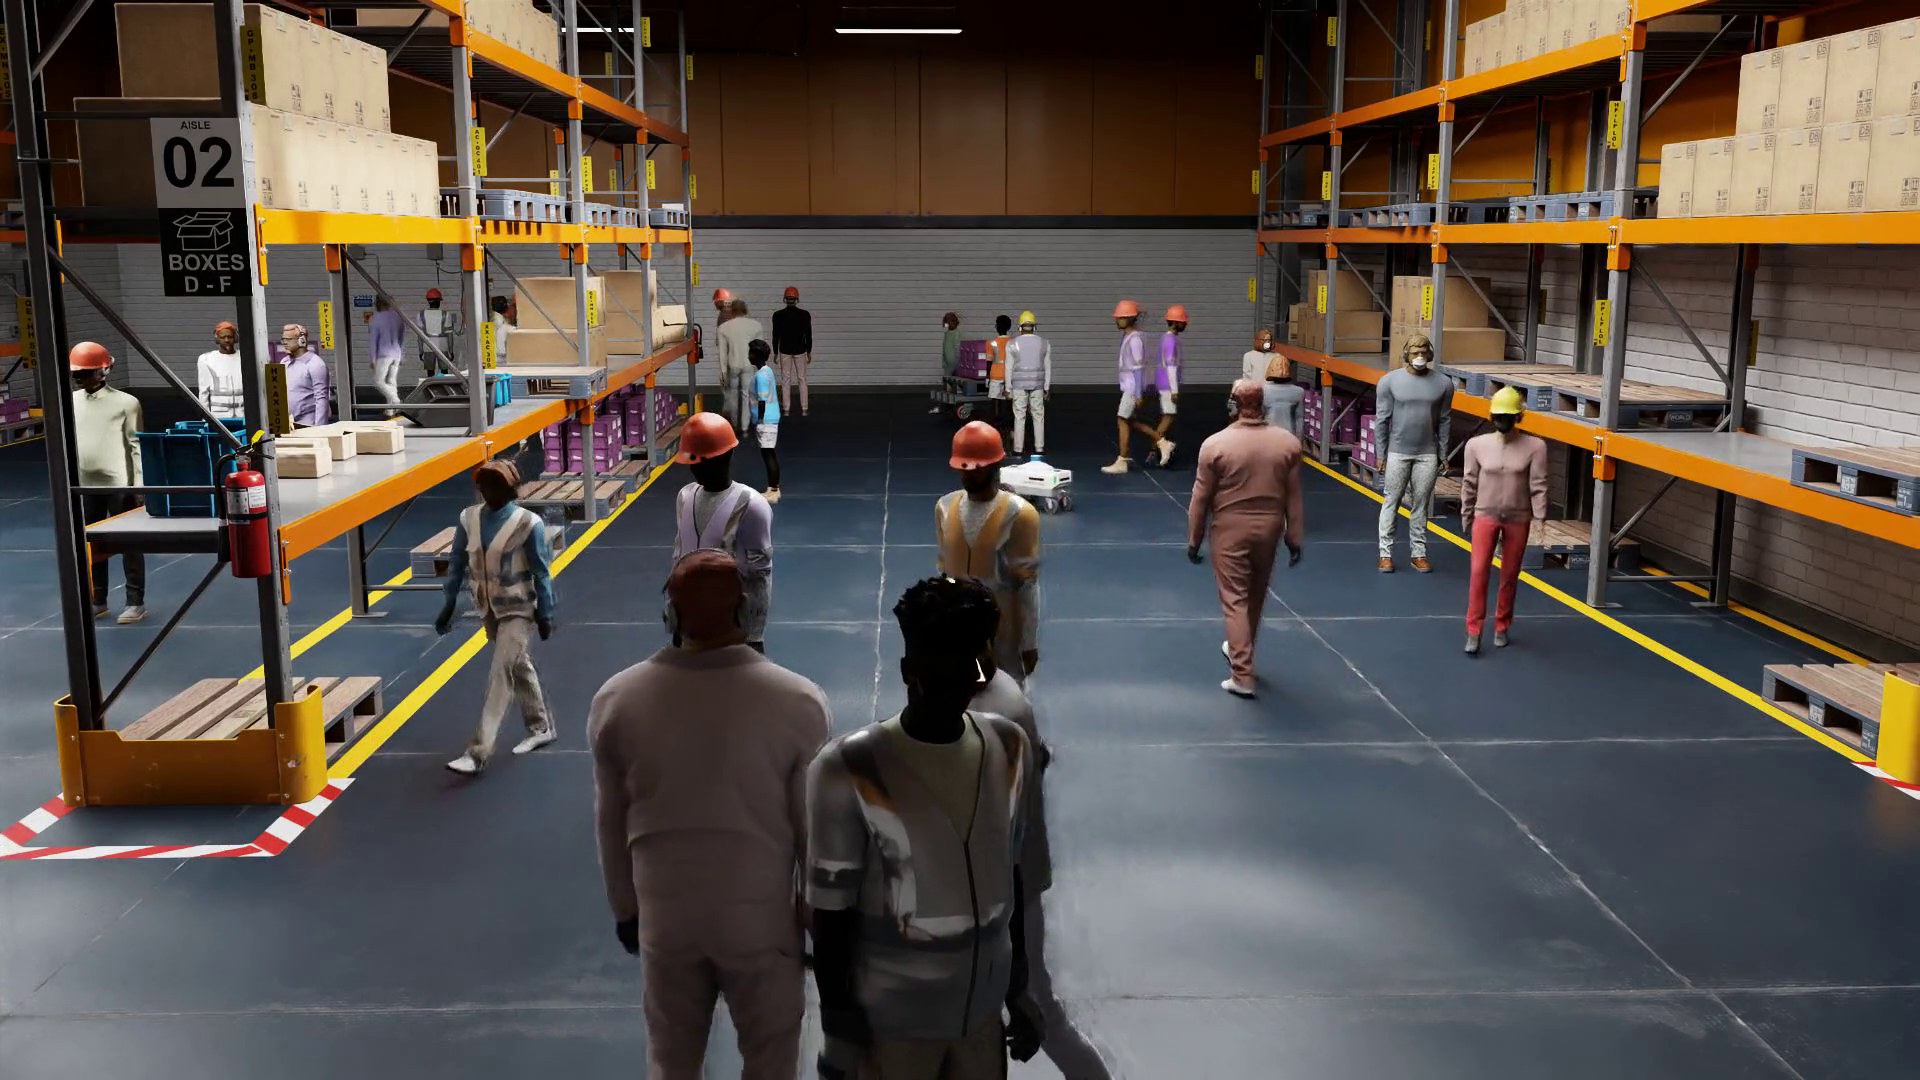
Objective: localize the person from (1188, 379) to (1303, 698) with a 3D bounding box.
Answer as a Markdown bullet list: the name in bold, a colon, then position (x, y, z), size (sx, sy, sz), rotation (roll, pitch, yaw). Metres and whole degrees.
- **person**: position (1.679, -0.039, 10.067), size (0.670, 1.861, 0.898), rotation (-3, 10, -14)

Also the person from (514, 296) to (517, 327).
- **person**: position (-6.700, -2.796, 25.255), size (0.555, 1.924, 0.566), rotation (-6, 12, -29)

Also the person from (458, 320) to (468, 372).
- **person**: position (-6.277, -2.088, 21.717), size (0.626, 1.786, 0.655), rotation (6, 12, 30)

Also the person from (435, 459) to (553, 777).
- **person**: position (-2.362, 0.390, 8.421), size (0.522, 1.588, 0.886), rotation (6, 12, 28)

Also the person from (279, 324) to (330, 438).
- **person**: position (-6.261, -1.090, 15.794), size (0.641, 1.908, 0.407), rotation (6, 12, 30)

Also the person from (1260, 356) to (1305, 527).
- **person**: position (2.952, -0.893, 15.459), size (0.499, 1.633, 0.286), rotation (-1, 10, -4)

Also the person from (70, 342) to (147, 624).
- **person**: position (-6.018, -0.396, 11.692), size (0.613, 1.991, 0.392), rotation (1, 10, 6)

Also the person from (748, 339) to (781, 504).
- **person**: position (-2.016, -1.219, 17.132), size (0.322, 1.691, 0.536), rotation (0, 10, -2)

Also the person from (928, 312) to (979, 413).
- **person**: position (-0.077, -2.792, 26.159), size (0.840, 1.596, 0.519), rotation (-4, 11, -20)

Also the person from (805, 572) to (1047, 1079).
- **person**: position (-0.066, 1.039, 3.783), size (0.600, 1.959, 0.376), rotation (-7, 13, -35)

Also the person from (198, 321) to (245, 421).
- **person**: position (-7.355, -1.259, 16.802), size (0.576, 1.881, 0.352), rotation (-7, 12, -34)

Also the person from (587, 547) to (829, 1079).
- **person**: position (-0.633, 0.963, 4.420), size (0.662, 1.898, 0.397), rotation (1, 10, 5)

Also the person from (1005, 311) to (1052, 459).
- **person**: position (0.836, -1.908, 20.576), size (0.586, 1.826, 0.403), rotation (-2, 10, -9)

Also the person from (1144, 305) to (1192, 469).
- **person**: position (2.472, -1.830, 19.835), size (0.541, 1.937, 0.720), rotation (0, 10, 3)

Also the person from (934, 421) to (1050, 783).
- **person**: position (0.153, 0.372, 7.709), size (0.546, 1.898, 0.936), rotation (5, 11, 28)

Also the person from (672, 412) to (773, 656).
- **person**: position (-1.108, 0.377, 7.562), size (0.543, 1.928, 0.373), rotation (6, 12, 32)

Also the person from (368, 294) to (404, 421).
- **person**: position (-8.524, -2.714, 24.792), size (0.657, 1.924, 0.653), rotation (6, 12, 29)

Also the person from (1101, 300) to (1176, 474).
- **person**: position (2.077, -1.764, 19.232), size (0.804, 2.021, 0.625), rotation (0, 10, 2)

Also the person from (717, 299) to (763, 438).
- **person**: position (-3.031, -2.387, 23.085), size (0.640, 1.884, 1.029), rotation (-1, 10, -4)

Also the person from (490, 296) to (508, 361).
- **person**: position (-7.182, -2.900, 26.058), size (0.429, 1.842, 0.636), rotation (-3, 11, -18)

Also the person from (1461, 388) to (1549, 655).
- **person**: position (3.524, -0.110, 10.795), size (0.537, 1.735, 0.780), rotation (3, 11, 17)

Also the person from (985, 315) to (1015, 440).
- **person**: position (0.582, -2.191, 22.502), size (0.539, 1.700, 0.317), rotation (-4, 11, -21)

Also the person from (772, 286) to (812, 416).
- **person**: position (-2.586, -2.908, 25.672), size (0.612, 1.996, 0.389), rotation (-1, 10, -6)

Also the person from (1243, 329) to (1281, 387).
- **person**: position (3.680, -1.751, 20.263), size (0.500, 1.628, 0.277), rotation (-2, 10, -9)

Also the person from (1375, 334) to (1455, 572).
- **person**: position (3.680, -0.697, 13.514), size (0.629, 1.940, 0.379), rotation (0, 10, 1)

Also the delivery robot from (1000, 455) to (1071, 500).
- **delivery robot**: position (0.755, -0.608, 16.610), size (0.707, 0.478, 0.477), rotation (7, 12, 35)

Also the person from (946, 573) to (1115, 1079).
- **person**: position (0.102, 0.966, 4.627), size (0.965, 1.811, 0.559), rotation (-2, 10, -12)

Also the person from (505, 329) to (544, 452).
- **person**: position (-5.486, -2.047, 21.333), size (0.621, 1.837, 0.429), rotation (-7, 12, -33)

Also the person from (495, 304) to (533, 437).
- **person**: position (-6.155, -2.269, 22.531), size (0.595, 1.851, 0.913), rotation (7, 12, 32)

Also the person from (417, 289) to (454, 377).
- **person**: position (-8.418, -3.064, 26.726), size (0.551, 1.928, 0.377), rotation (-2, 10, -11)

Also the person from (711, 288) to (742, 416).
- **person**: position (-3.530, -2.866, 25.514), size (0.568, 1.979, 0.617), rotation (-4, 11, -21)
